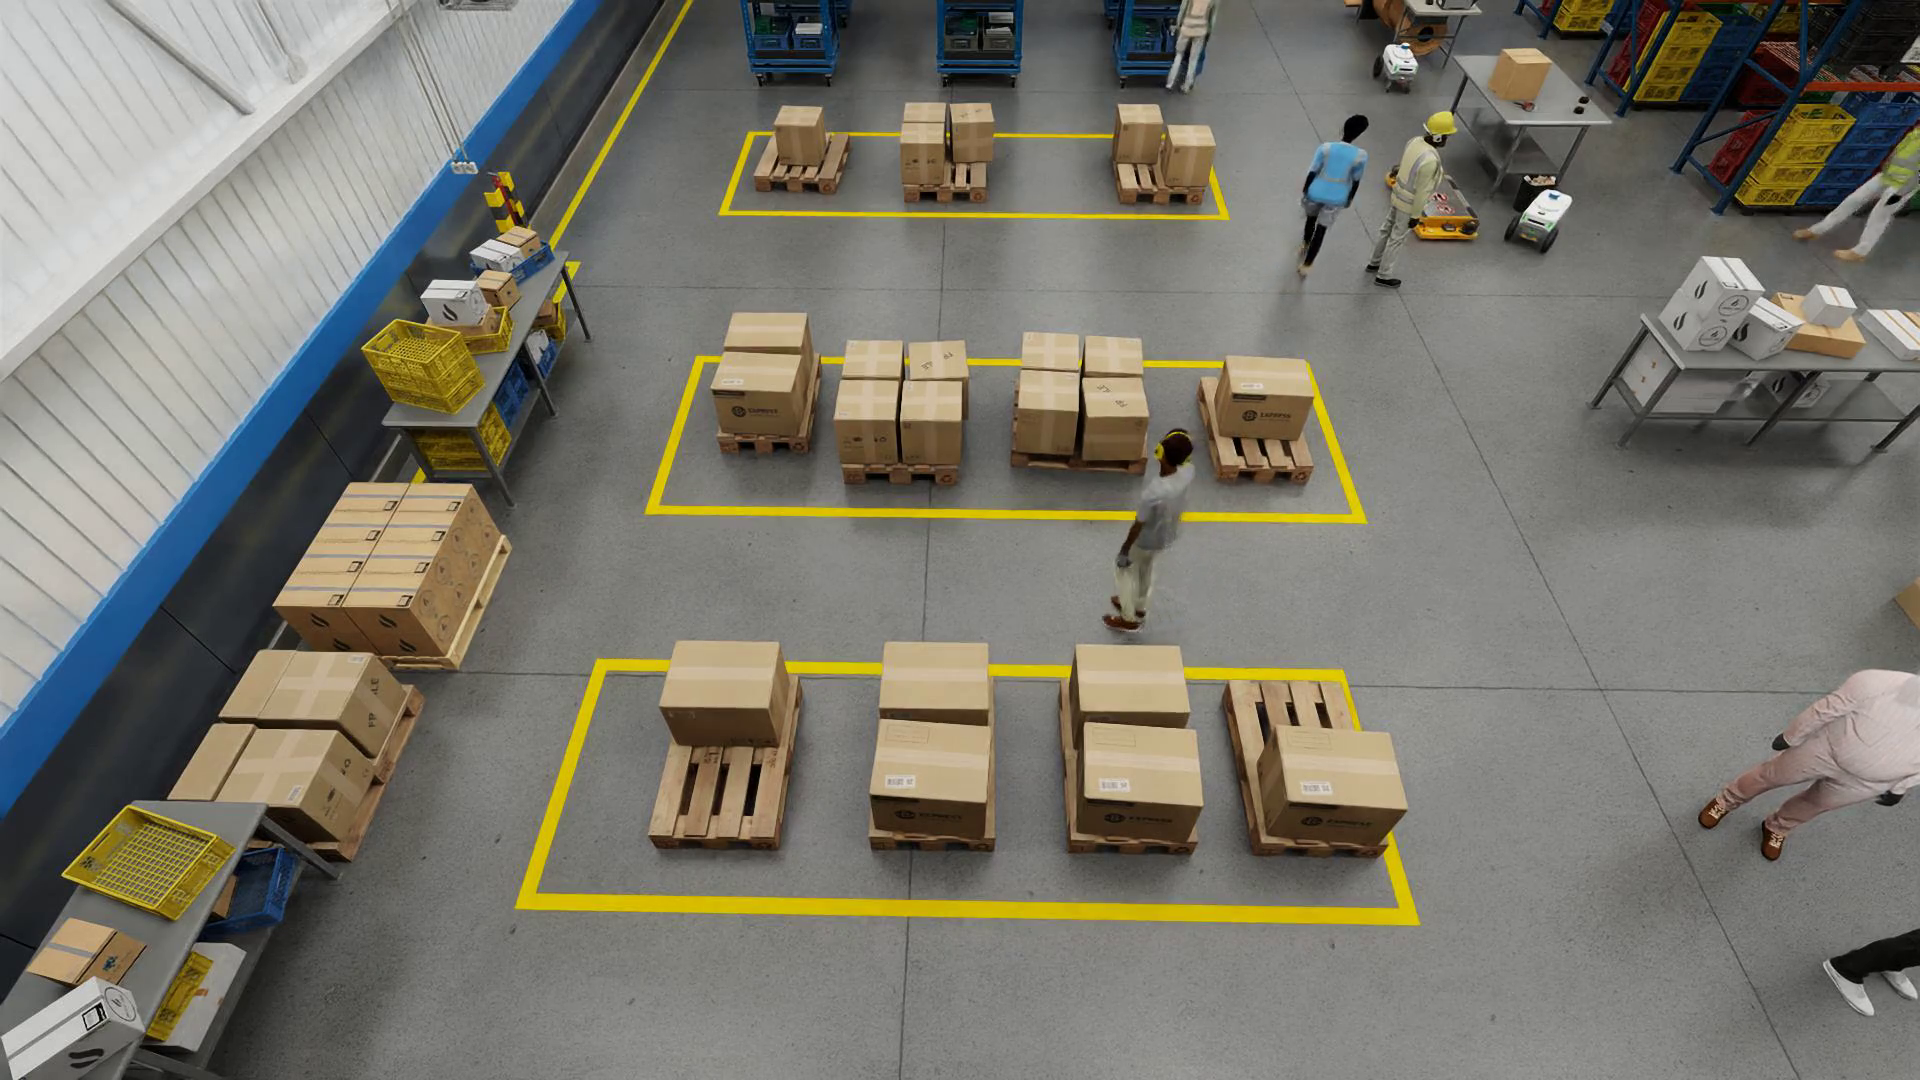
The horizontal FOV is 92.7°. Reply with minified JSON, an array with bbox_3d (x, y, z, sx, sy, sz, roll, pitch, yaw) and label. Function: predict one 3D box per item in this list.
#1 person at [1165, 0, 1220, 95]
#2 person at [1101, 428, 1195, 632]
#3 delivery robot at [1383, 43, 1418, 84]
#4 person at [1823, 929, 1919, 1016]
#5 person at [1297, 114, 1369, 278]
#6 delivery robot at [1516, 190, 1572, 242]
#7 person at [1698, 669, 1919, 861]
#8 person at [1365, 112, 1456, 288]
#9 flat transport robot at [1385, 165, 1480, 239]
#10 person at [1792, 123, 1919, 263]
[{"bbox_3d":[3.247,-7.056,12.735,0.535,1.623,0.363,9,50,7],"label":"person"},{"bbox_3d":[1.331,-0.026,6.508,0.553,1.845,0.365,-33,57,-25],"label":"person"},{"bbox_3d":[6.368,-6.919,13.258,0.477,0.478,0.707,4,49,4],"label":"delivery robot"},{"bbox_3d":[5.373,1.986,4.724,0.584,1.910,0.389,-10,50,-9],"label":"person"},{"bbox_3d":[3.947,-3.704,9.813,0.578,1.637,0.846,21,52,17],"label":"person"},{"bbox_3d":[6.728,-3.764,10.527,0.477,0.478,0.707,34,57,26],"label":"delivery robot"},{"bbox_3d":[5.156,1.293,5.323,0.651,1.904,0.403,30,55,23],"label":"person"},{"bbox_3d":[4.692,-3.533,9.548,0.403,1.833,0.586,-1,49,-1],"label":"person"},{"bbox_3d":[5.692,-4.094,11.059,0.652,0.197,1.431,1,49,1],"label":"flat transport robot"},{"bbox_3d":[9.954,-3.896,9.882,0.731,1.800,0.658,11,50,10],"label":"person"}]
